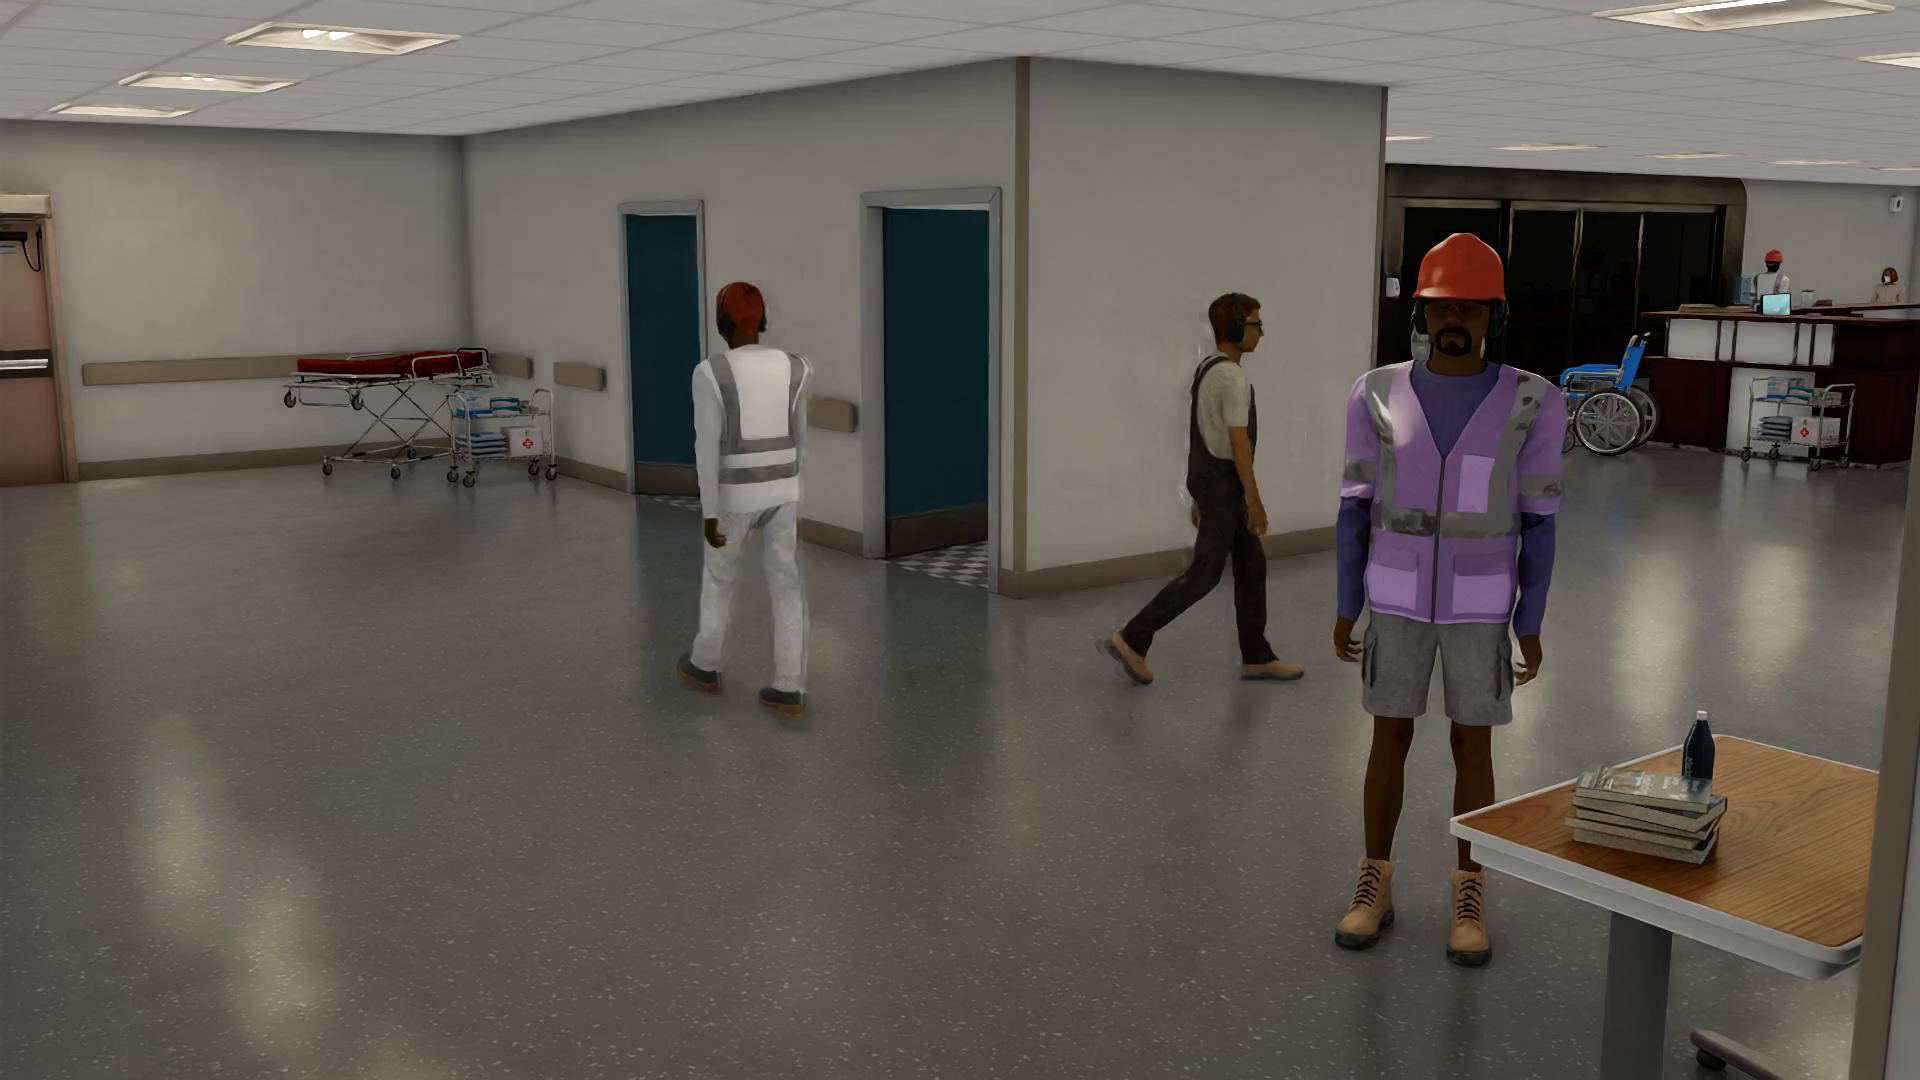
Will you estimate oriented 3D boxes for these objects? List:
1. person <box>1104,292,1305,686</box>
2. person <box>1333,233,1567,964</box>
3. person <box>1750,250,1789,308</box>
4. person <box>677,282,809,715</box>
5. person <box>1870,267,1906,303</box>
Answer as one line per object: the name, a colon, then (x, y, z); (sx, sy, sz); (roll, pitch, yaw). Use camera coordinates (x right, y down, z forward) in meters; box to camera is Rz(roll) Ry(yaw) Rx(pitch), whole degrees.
person: (1.119, -0.215, 7.548); (0.896, 1.815, 0.511); (0, 10, 1)
person: (1.357, 0.174, 4.693); (0.608, 2.048, 0.365); (4, 11, 22)
person: (11.658, -3.205, 23.971); (0.390, 1.930, 0.546); (-7, 12, -35)
person: (-0.958, -0.201, 7.331); (0.592, 1.843, 0.906); (-6, 12, -32)
person: (15.041, -3.605, 27.024); (0.507, 1.633, 0.277); (9, 14, 41)
